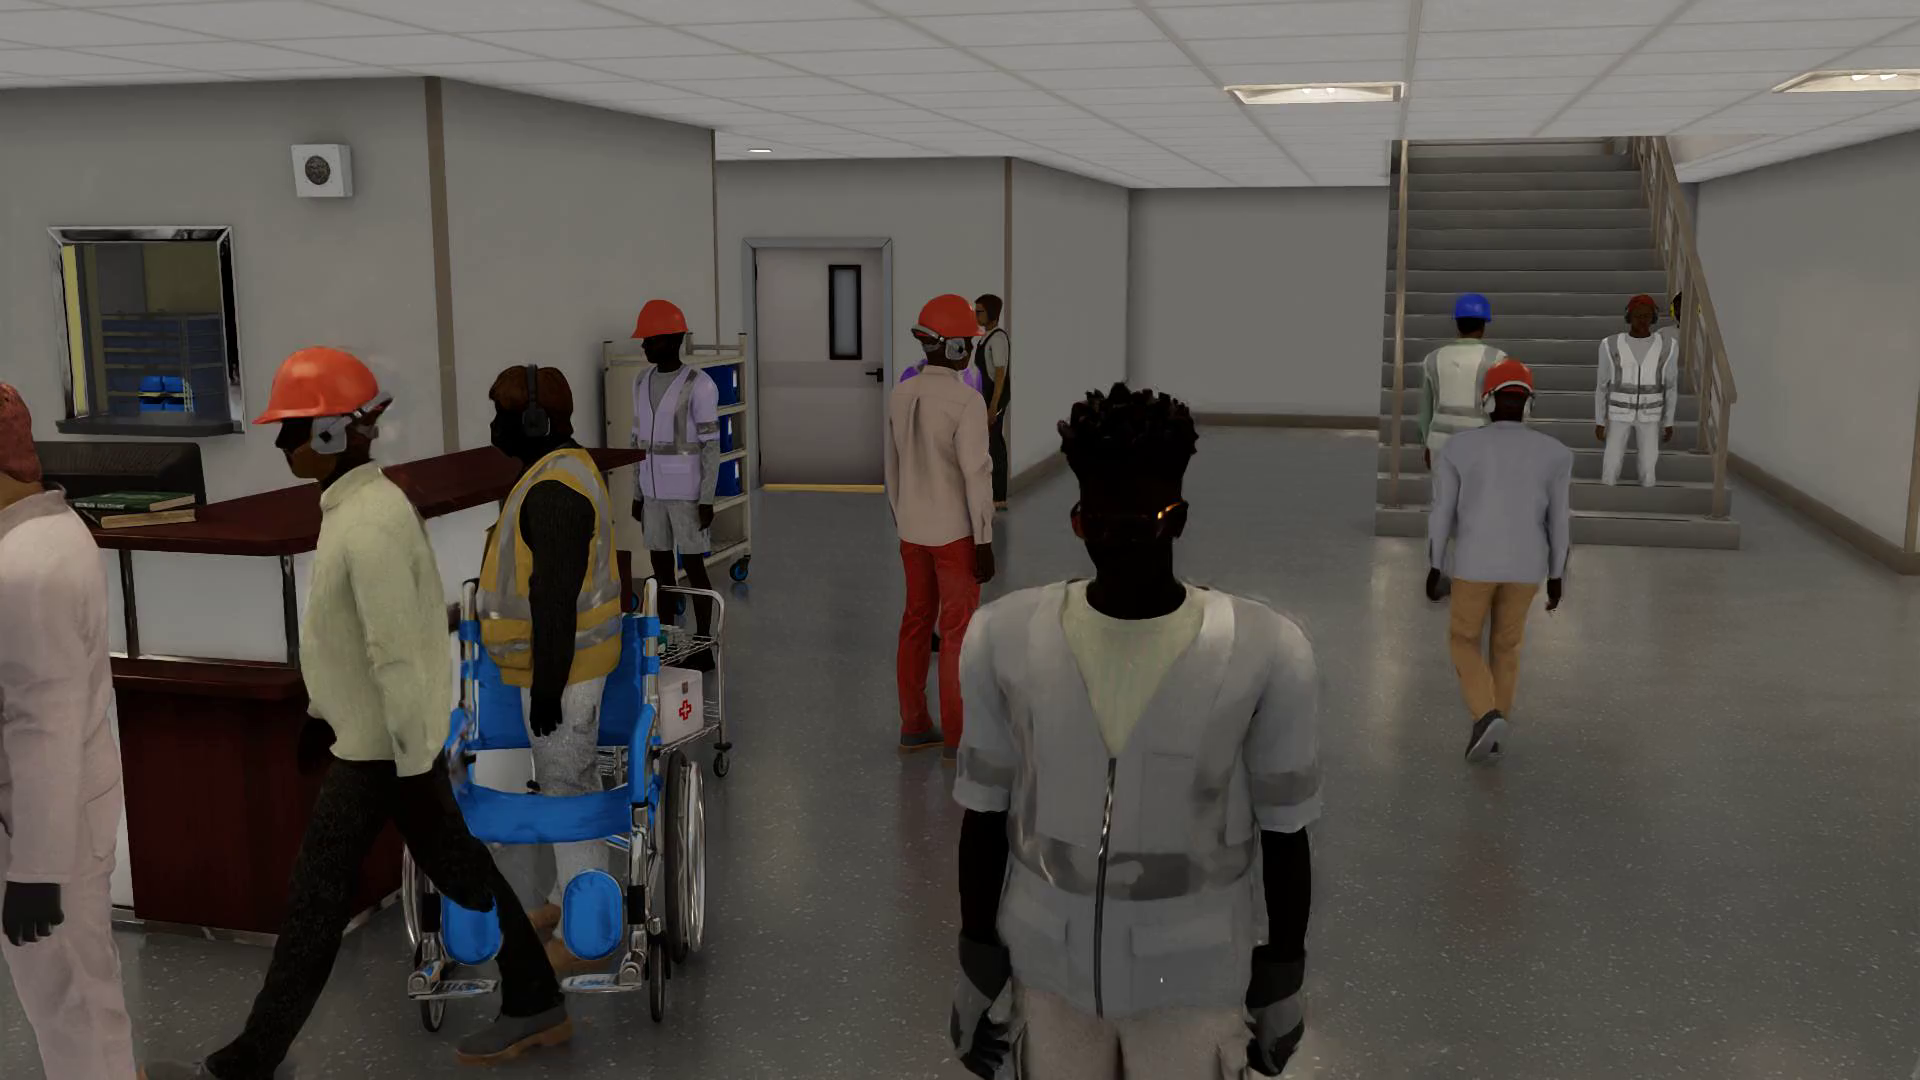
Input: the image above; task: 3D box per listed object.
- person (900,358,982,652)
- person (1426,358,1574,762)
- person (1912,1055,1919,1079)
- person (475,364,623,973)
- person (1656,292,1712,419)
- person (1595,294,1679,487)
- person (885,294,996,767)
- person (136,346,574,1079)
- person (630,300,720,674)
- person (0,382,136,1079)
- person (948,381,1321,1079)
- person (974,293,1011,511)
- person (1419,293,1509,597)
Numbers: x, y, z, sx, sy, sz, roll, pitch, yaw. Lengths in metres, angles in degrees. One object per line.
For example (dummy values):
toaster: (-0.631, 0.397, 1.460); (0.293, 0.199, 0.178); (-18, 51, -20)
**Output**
person: (-0.062, -0.360, 9.138); (0.557, 1.934, 0.377); (-9, 13, -41)
person: (2.279, 0.101, 7.016); (0.583, 1.727, 0.565); (1, 10, 5)
person: (2.065, 0.708, 3.162); (0.403, 1.827, 0.600); (1, 10, 4)
person: (-1.245, 0.384, 5.075); (0.429, 1.837, 0.626); (-2, 10, -14)
person: (6.237, -1.222, 14.410); (0.533, 1.868, 0.310); (5, 11, 27)
person: (5.125, -0.921, 12.648); (0.575, 1.869, 0.356); (3, 10, 16)
person: (-0.064, -0.037, 7.066); (0.381, 1.994, 0.617); (-8, 13, -41)
person: (-1.517, 0.479, 4.227); (1.078, 1.925, 0.647); (-4, 10, -20)
person: (-1.491, -0.257, 8.528); (0.552, 1.935, 0.374); (6, 12, 33)
person: (-2.002, 0.607, 3.557); (0.400, 1.901, 0.643); (-5, 11, -26)
person: (0.291, 0.702, 2.831); (0.602, 1.953, 0.485); (3, 10, 19)
person: (0.237, -1.158, 14.141); (0.378, 1.846, 0.520); (-2, 10, -9)
person: (3.265, -0.608, 10.642); (0.640, 1.913, 0.808); (9, 13, 41)
